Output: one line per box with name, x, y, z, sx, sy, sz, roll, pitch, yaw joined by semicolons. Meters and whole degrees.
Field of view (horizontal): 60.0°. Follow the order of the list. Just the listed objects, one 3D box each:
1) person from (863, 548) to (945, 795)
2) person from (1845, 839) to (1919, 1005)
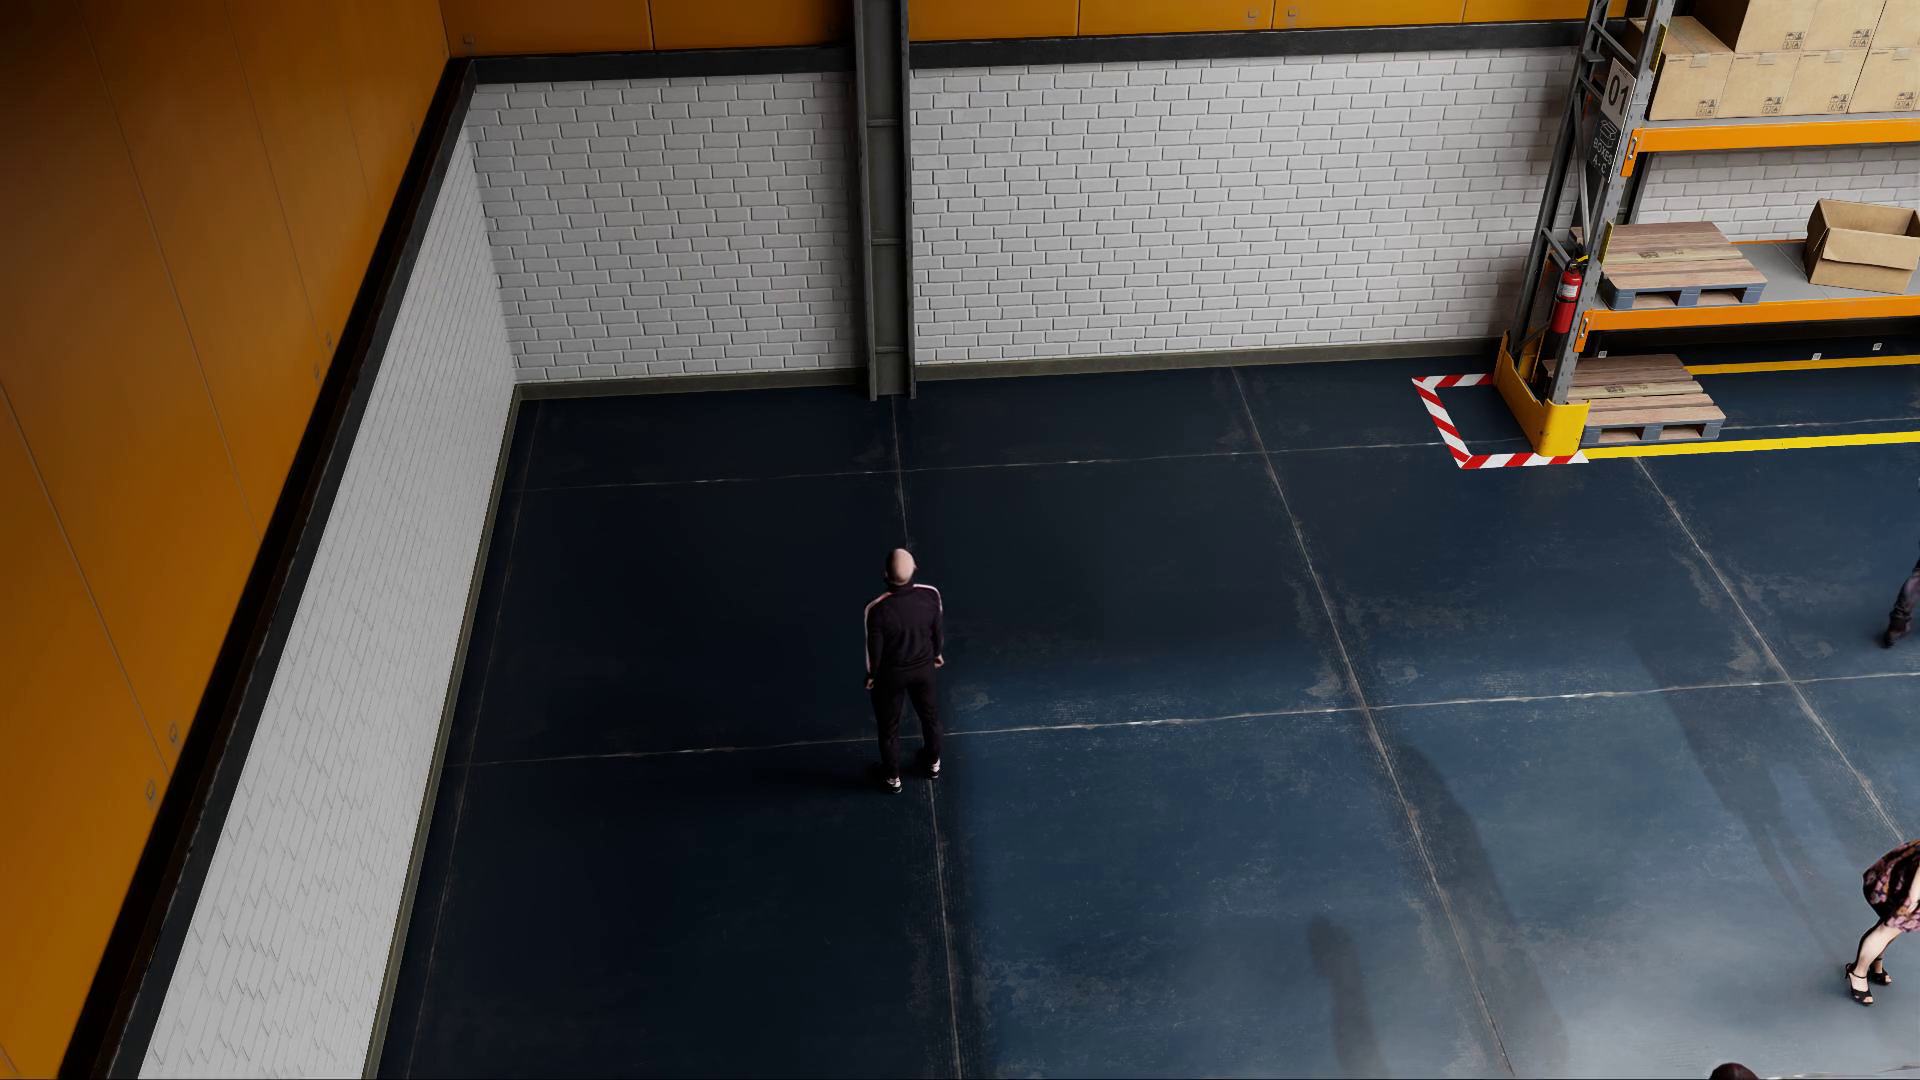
person;-0.343;0.809;10.237;0.649;1.835;0.816;-17;42;-20
person;5.203;1.847;8.987;0.777;1.774;0.856;-25;45;-28
